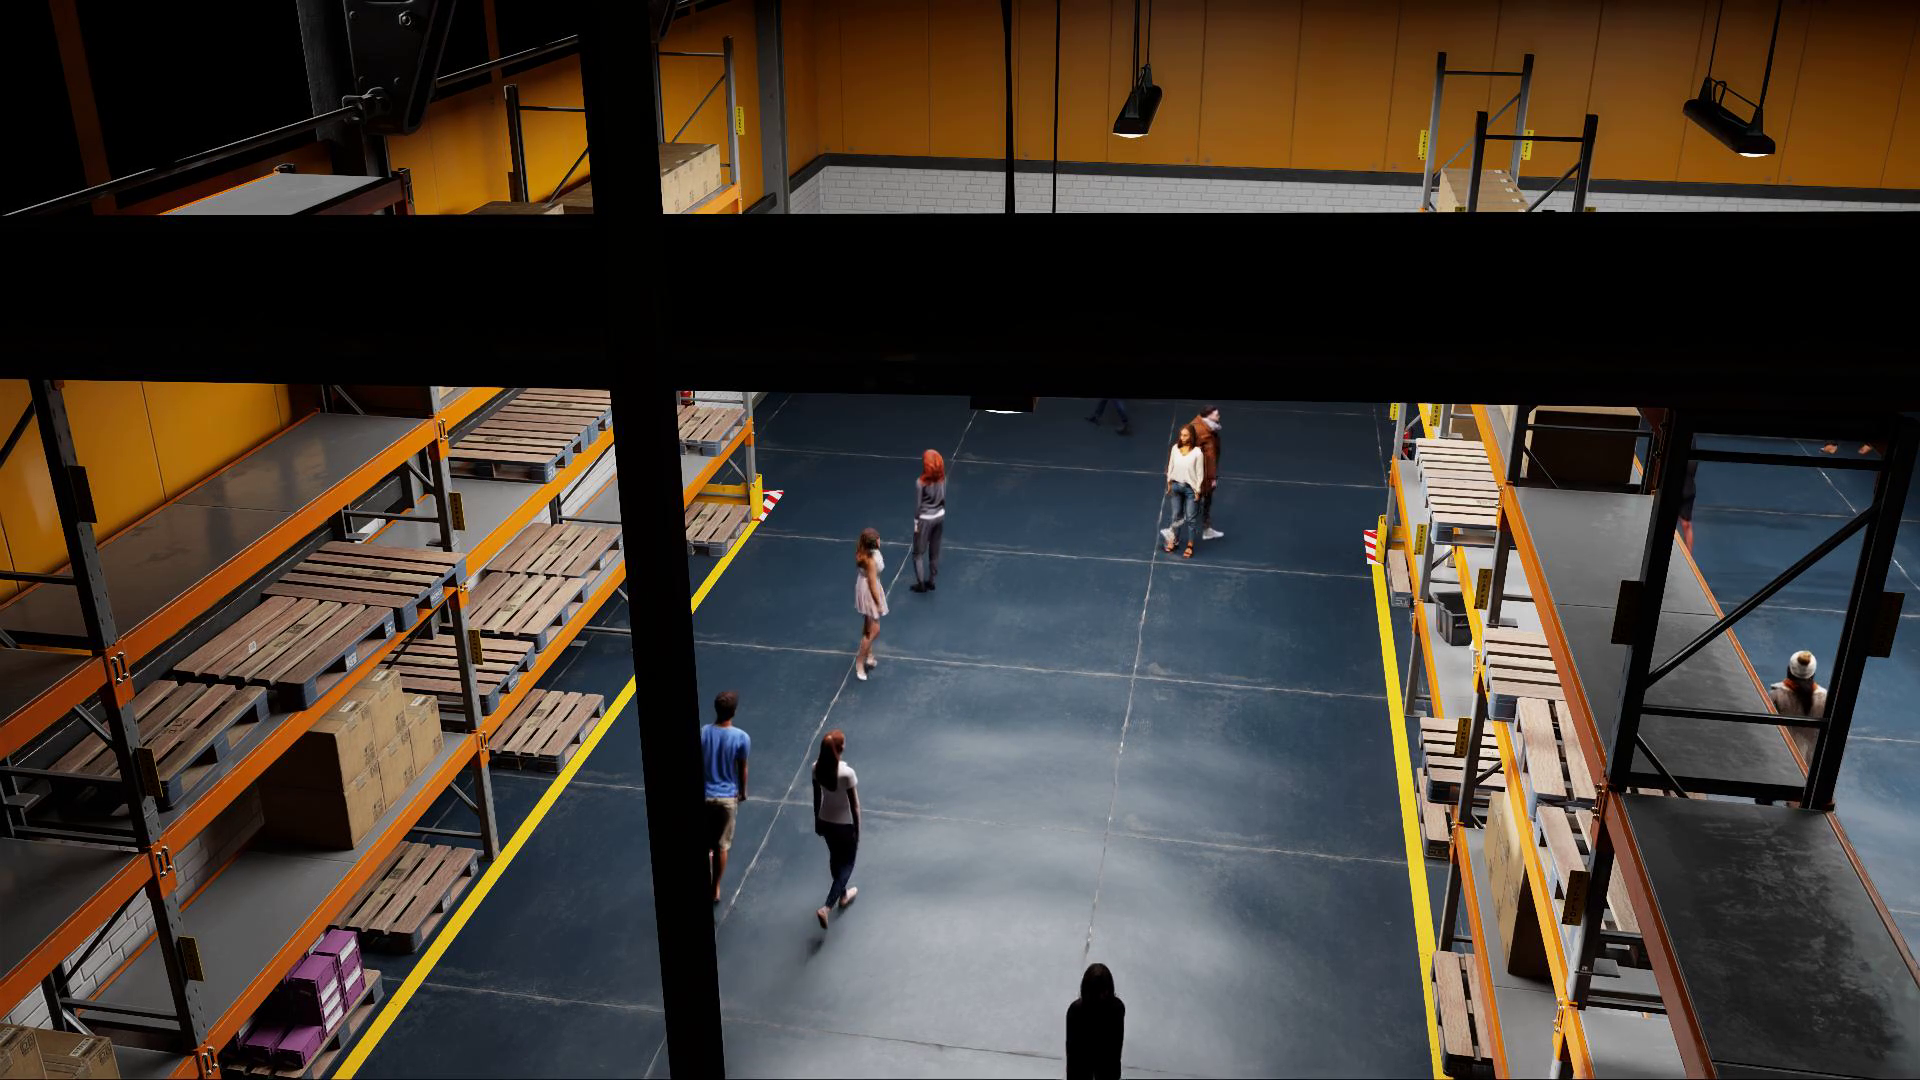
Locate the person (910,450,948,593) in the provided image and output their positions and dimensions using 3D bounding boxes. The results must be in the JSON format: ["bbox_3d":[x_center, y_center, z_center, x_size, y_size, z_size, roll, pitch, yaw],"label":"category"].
[{"bbox_3d":[-0.308,-0.199,19.177,0.728,1.774,0.781,-14,27,-29],"label":"person"}]

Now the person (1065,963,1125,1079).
[{"bbox_3d":[0.870,3.431,11.059,0.653,1.623,0.756,-1,24,-3],"label":"person"}]

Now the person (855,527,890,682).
[{"bbox_3d":[-0.957,0.595,17.413,0.795,1.732,0.653,-10,26,-22],"label":"person"}]

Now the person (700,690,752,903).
[{"bbox_3d":[-1.995,2.164,13.705,0.804,1.825,0.958,-1,24,-3],"label":"person"}]

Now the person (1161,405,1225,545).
[{"bbox_3d":[2.882,-0.770,20.449,1.031,1.801,1.167,-4,24,-9],"label":"person"}]

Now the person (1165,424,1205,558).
[{"bbox_3d":[2.751,-0.625,20.265,0.697,1.682,0.692,16,28,32],"label":"person"}]

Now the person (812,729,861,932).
[{"bbox_3d":[-1.027,2.345,13.422,0.720,1.721,1.034,10,26,22],"label":"person"}]

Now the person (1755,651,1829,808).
[{"bbox_3d":[7.181,1.815,14.438,0.732,1.878,0.855,6,24,14],"label":"person"}]
